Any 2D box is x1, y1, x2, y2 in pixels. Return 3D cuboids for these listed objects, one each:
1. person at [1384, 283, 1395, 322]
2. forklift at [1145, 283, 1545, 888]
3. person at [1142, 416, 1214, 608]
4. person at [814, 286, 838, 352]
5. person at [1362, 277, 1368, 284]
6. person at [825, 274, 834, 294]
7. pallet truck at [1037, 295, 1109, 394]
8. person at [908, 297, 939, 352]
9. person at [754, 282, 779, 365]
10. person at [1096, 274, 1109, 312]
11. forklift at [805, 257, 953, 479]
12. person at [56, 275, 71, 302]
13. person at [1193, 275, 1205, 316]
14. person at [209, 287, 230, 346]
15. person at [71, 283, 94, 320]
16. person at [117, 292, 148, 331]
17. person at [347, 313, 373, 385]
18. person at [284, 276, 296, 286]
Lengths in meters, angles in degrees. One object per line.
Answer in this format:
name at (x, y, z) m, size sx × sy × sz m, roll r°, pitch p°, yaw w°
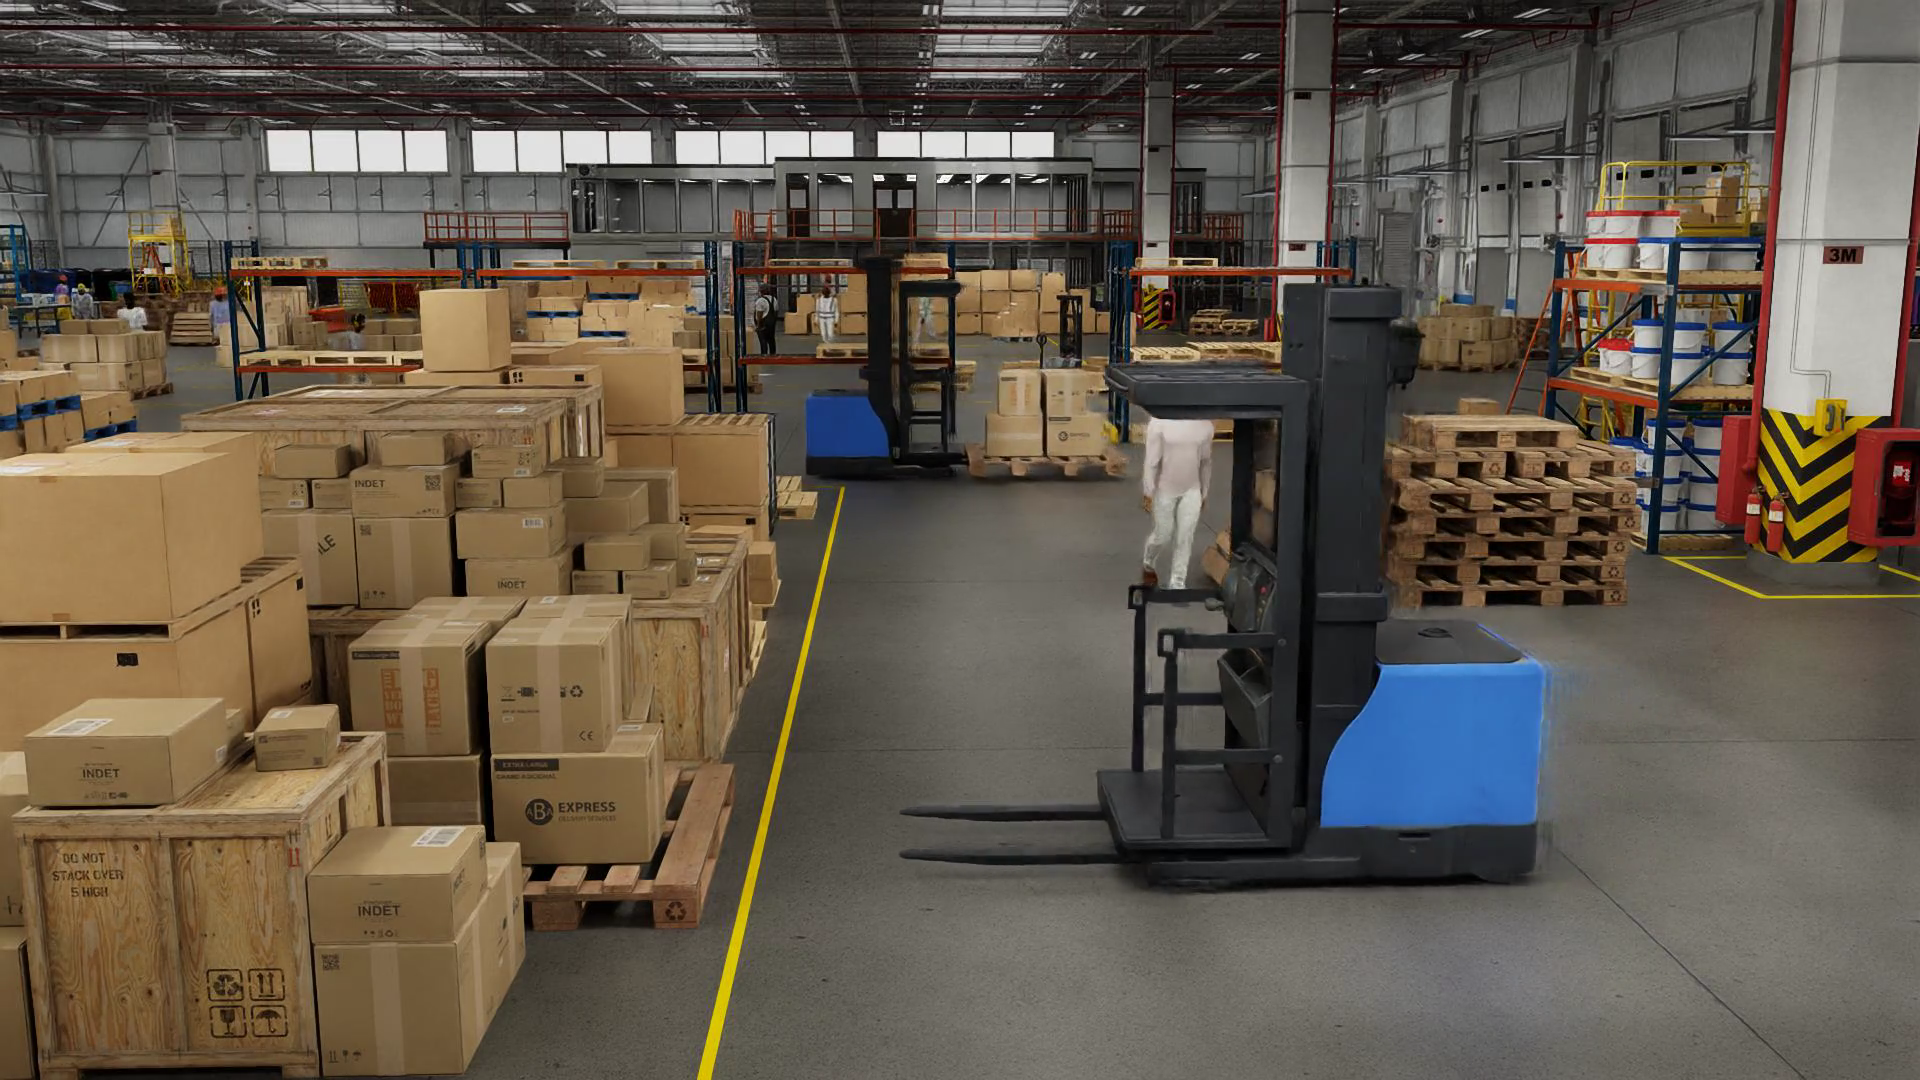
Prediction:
person at (12.188, -6.401, 47.550) m, size 0.535 × 1.842 × 0.805 m, roll 6°, pitch 12°, yaw 29°
forklift at (1.792, 0.162, 8.076) m, size 1.873 × 2.768 × 1.129 m, roll 0°, pitch 10°, yaw -2°
person at (1.798, -0.415, 14.001) m, size 0.666 × 1.909 × 0.724 m, roll -3°, pitch 11°, yaw -17°
person at (-3.573, -5.788, 44.062) m, size 0.583 × 1.861 × 0.659 m, roll 2°, pitch 10°, yaw 13°
person at (13.701, -7.997, 56.424) m, size 0.619 × 1.845 × 0.430 m, roll 6°, pitch 12°, yaw 32°
person at (-4.598, -8.382, 58.449) m, size 0.978 × 1.881 × 0.567 m, roll -4°, pitch 11°, yaw -19°
pallet truck at (2.483, -3.881, 33.060) m, size 1.885 × 1.965 × 0.823 m, roll -7°, pitch 13°, yaw -36°
person at (-1.020, -6.122, 45.818) m, size 1.016 × 1.890 × 0.622 m, roll -5°, pitch 11°, yaw -27°
person at (-4.826, -5.324, 40.980) m, size 0.537 × 2.000 × 0.678 m, roll 7°, pitch 12°, yaw 35°
person at (4.925, -8.269, 57.767) m, size 0.392 × 1.911 × 0.583 m, roll -7°, pitch 12°, yaw -33°
forklift at (-1.049, -2.237, 21.442) m, size 1.873 × 2.768 × 1.129 m, roll 0°, pitch 10°, yaw -2°
person at (-31.067, -8.234, 57.618) m, size 0.976 × 1.895 × 0.559 m, roll 1°, pitch 10°, yaw 4°
person at (9.283, -9.461, 64.567) m, size 0.514 × 1.845 × 0.336 m, roll 6°, pitch 12°, yaw 30°
person at (-18.541, -5.406, 41.803) m, size 0.548 × 1.916 × 0.612 m, roll 1°, pitch 10°, yaw 3°
person at (-25.981, -6.701, 49.265) m, size 0.614 × 1.818 × 0.408 m, roll -3°, pitch 10°, yaw -14°
person at (-18.049, -4.404, 36.162) m, size 0.607 × 1.920 × 0.958 m, roll 1°, pitch 10°, yaw 4°
person at (-9.892, -2.839, 27.683) m, size 0.810 × 1.837 × 0.567 m, roll 0°, pitch 10°, yaw -2°
person at (-27.995, -10.294, 69.493) m, size 0.289 × 1.746 × 0.488 m, roll 10°, pitch 14°, yaw 44°
